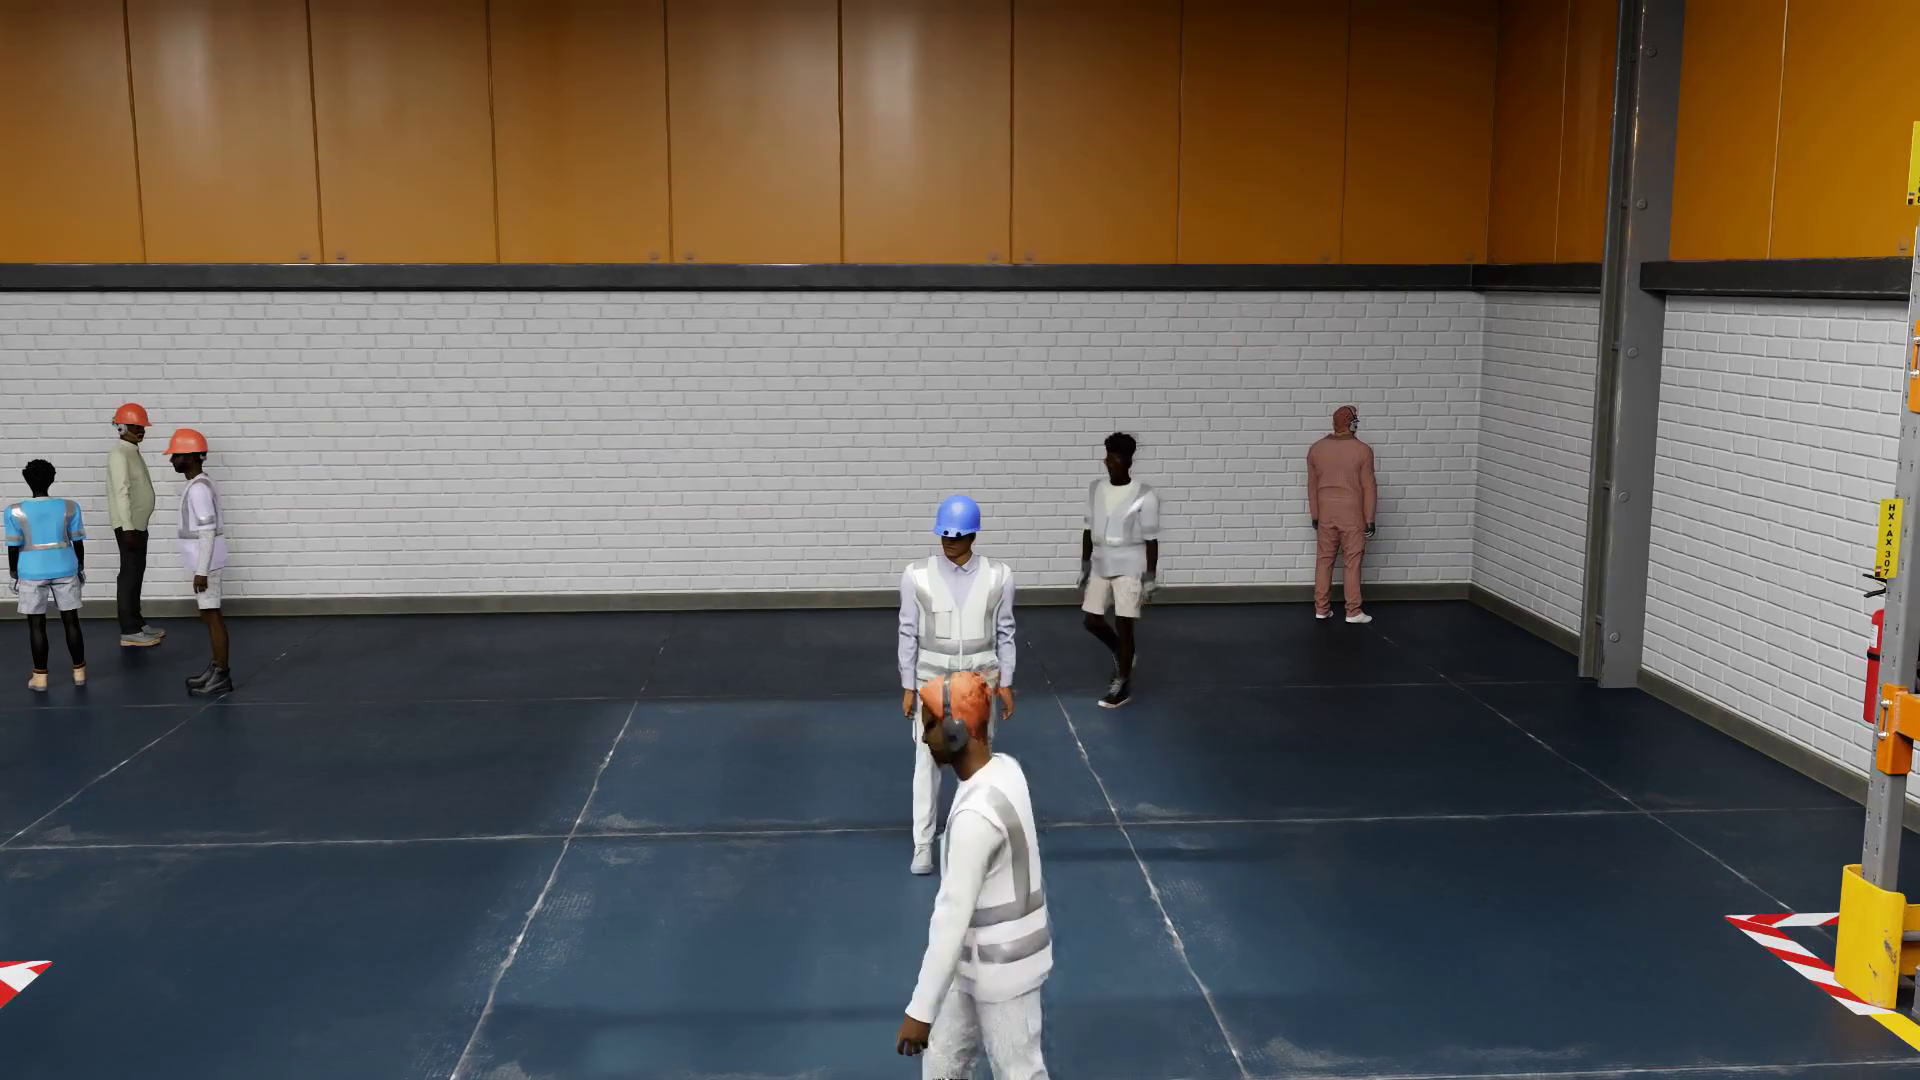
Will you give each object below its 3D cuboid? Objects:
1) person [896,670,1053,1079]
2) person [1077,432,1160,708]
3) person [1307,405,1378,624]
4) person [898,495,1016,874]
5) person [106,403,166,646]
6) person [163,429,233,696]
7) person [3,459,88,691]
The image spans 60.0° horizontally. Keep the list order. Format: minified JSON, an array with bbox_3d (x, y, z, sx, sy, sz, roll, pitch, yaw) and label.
[{"bbox_3d":[0.007,1.310,5.044,0.793,1.851,0.614,1,9,5],"label":"person"},{"bbox_3d":[1.137,0.197,11.749,0.637,1.951,0.498,7,12,38],"label":"person"},{"bbox_3d":[3.348,-0.220,14.520,0.643,1.909,0.410,8,12,40],"label":"person"},{"bbox_3d":[-0.011,0.728,8.448,0.605,1.944,0.402,-1,9,-6],"label":"person"},{"bbox_3d":[-6.797,-0.133,13.703,0.391,1.990,0.621,-3,9,-17],"label":"person"},{"bbox_3d":[-5.506,0.160,12.037,0.379,1.938,0.547,-4,10,-23],"label":"person"},{"bbox_3d":[-6.692,0.254,12.200,0.542,1.695,0.316,-8,12,-41],"label":"person"}]
